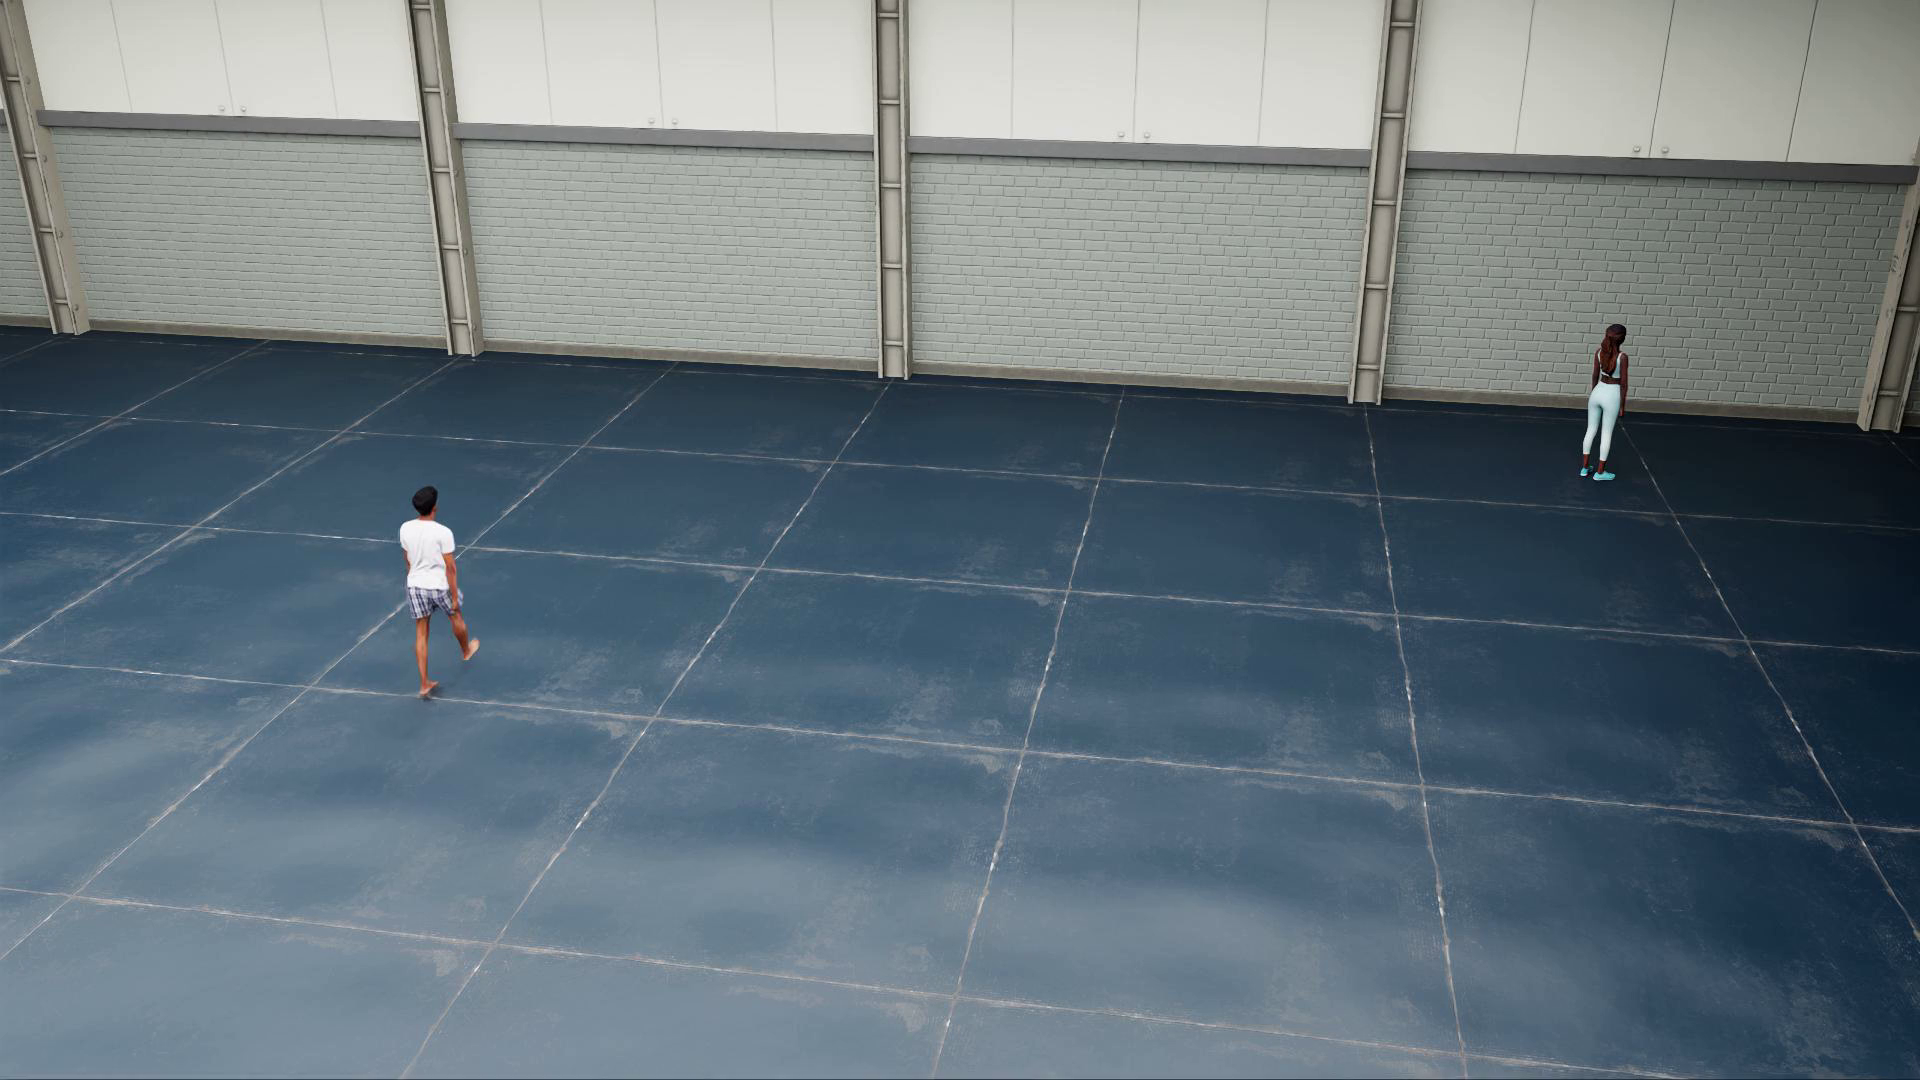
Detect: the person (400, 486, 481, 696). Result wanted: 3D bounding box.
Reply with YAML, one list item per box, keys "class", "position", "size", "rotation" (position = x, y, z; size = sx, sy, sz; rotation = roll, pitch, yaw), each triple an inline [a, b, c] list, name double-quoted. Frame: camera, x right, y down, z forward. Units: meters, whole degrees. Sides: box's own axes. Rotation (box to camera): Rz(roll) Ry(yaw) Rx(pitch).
- class: "person"
  position: [-4.330, 0.446, 13.506]
  size: [1.030, 1.684, 0.732]
  rotation: [3, 23, 7]

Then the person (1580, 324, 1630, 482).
- class: "person"
  position: [7.003, -1.505, 18.042]
  size: [0.711, 1.725, 0.645]
  rotation: [-17, 28, -34]
